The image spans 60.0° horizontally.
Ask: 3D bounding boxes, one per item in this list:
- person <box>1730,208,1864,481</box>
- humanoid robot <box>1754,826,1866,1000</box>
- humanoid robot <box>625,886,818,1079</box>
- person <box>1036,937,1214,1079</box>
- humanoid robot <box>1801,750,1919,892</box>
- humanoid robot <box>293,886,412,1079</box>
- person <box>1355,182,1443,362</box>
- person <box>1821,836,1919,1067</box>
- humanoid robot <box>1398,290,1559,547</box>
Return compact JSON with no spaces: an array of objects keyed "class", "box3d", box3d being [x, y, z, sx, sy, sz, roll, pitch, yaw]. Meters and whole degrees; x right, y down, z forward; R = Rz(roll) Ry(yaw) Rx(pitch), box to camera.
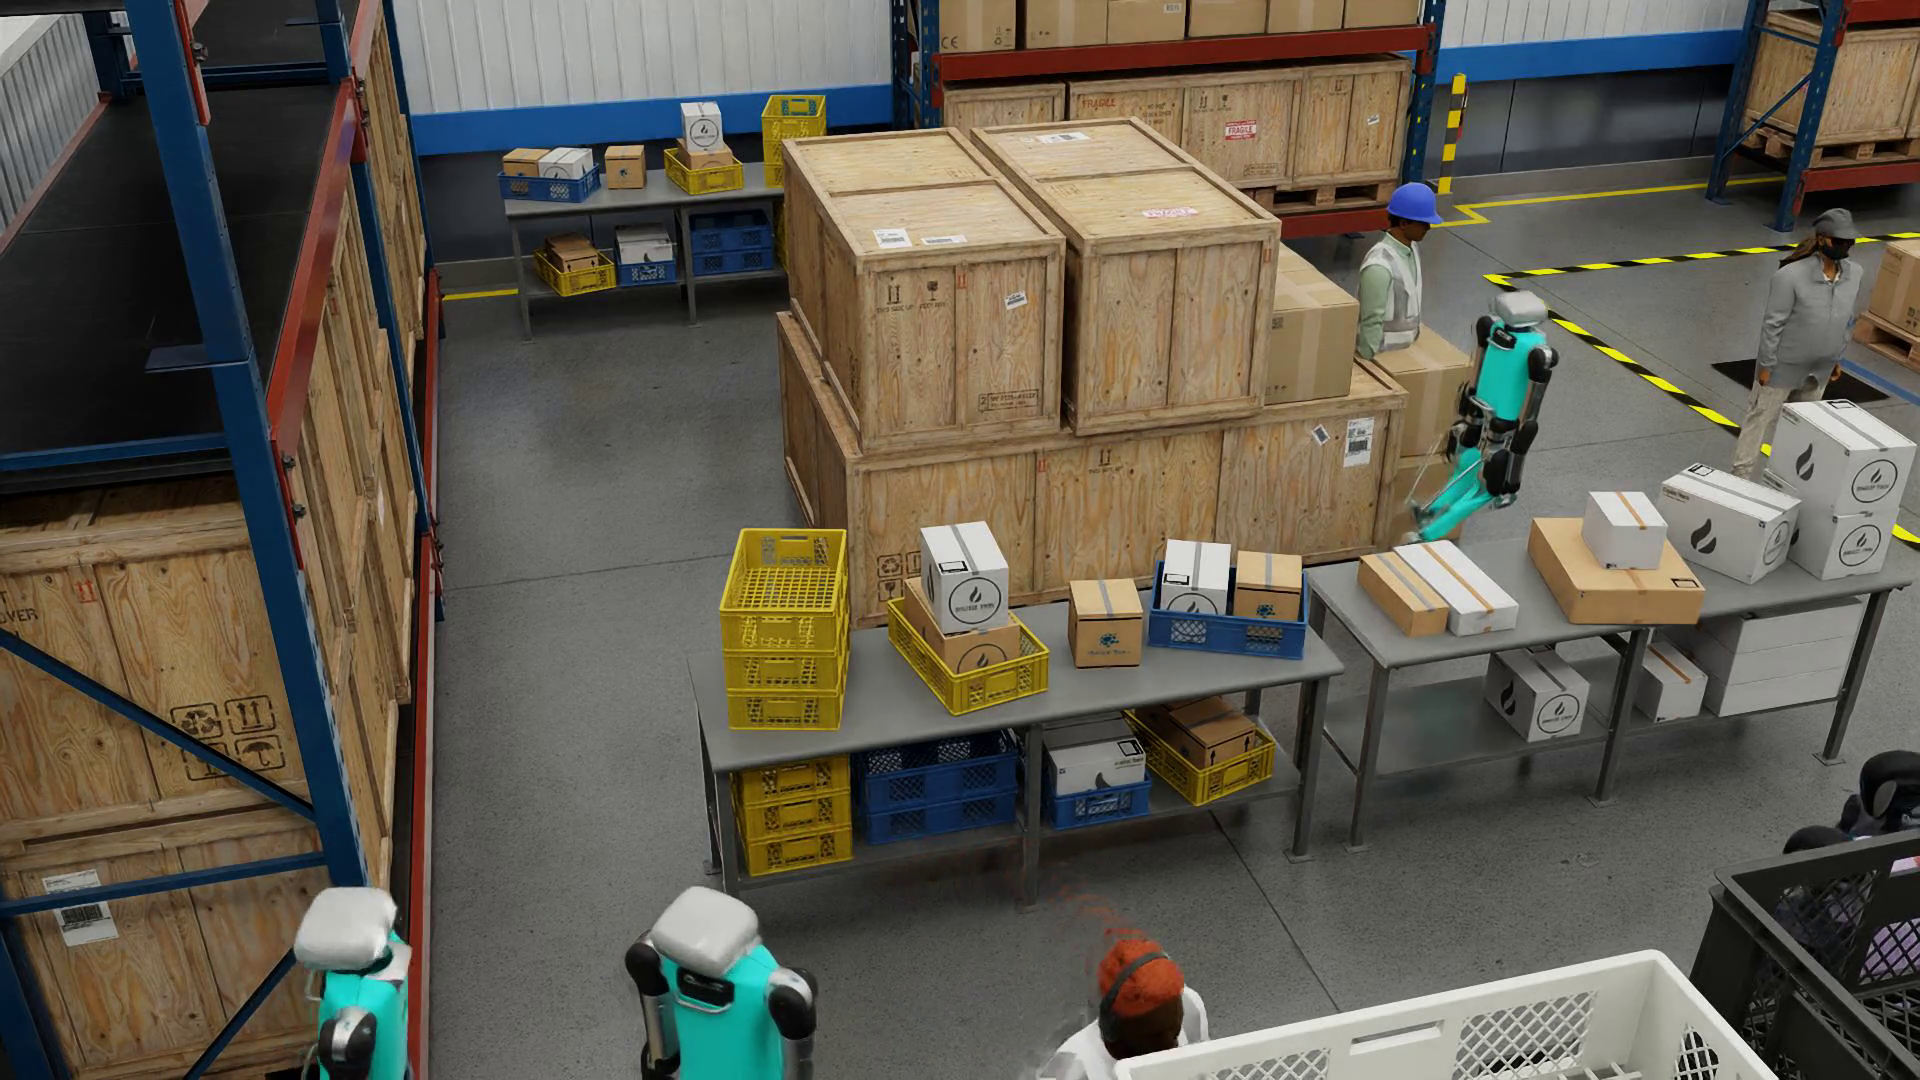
[{"class":"person","box3d":[4.729,-1.012,9.398,0.563,1.769,0.386,-7,30,-12]},{"class":"humanoid robot","box3d":[2.326,1.531,4.874,0.352,1.654,0.601,24,37,36]},{"class":"humanoid robot","box3d":[-0.726,1.838,4.299,0.547,1.807,0.889,12,31,20]},{"class":"person","box3d":[0.432,1.736,4.354,0.988,1.828,0.586,25,37,37]},{"class":"humanoid robot","box3d":[2.704,1.366,5.179,0.419,1.652,0.610,2,29,3]},{"class":"humanoid robot","box3d":[-1.834,1.708,4.547,0.881,1.795,0.538,-2,29,-4]},{"class":"person","box3d":[2.374,-1.047,9.291,0.411,1.939,0.602,17,33,28]},{"class":"person","box3d":[2.637,1.460,4.657,0.419,2.027,0.616,-17,33,-28]},{"class":"humanoid robot","box3d":[2.362,-0.333,8.234,0.915,1.791,0.547,-10,30,-17]}]
